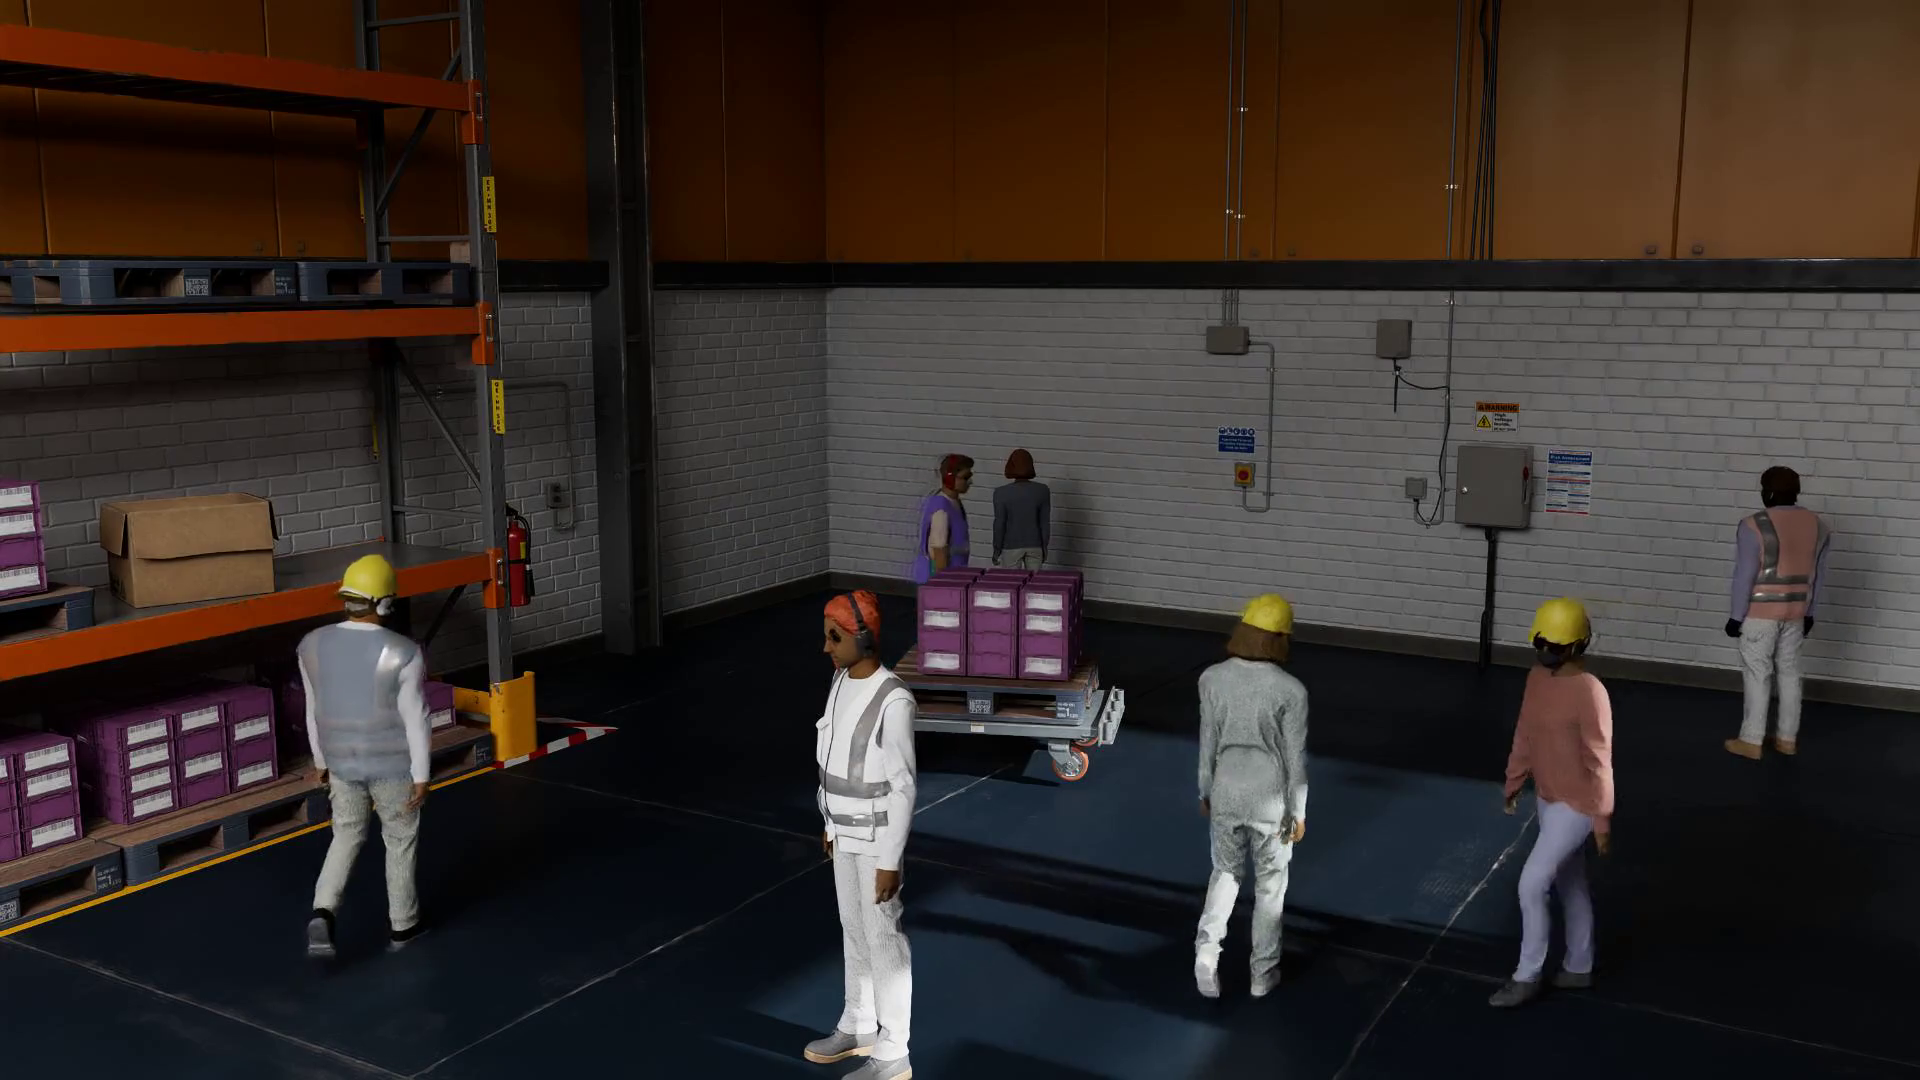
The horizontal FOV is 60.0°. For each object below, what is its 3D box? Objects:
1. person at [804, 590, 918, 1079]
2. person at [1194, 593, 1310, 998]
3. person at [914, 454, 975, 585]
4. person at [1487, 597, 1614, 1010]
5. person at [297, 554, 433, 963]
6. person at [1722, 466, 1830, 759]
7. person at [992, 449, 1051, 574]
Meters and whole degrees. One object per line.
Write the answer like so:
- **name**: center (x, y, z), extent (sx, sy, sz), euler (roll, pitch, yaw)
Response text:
- **person**: center (-0.360, 1.106, 6.196), extent (0.355, 1.887, 0.573), euler (-5, 10, -28)
- **person**: center (1.172, 1.083, 6.859), extent (0.502, 1.711, 0.571), euler (5, 11, 30)
- **person**: center (-0.109, 0.303, 11.406), extent (0.450, 1.818, 0.611), euler (1, 9, 7)
- **person**: center (2.396, 1.079, 6.816), extent (0.670, 1.727, 0.593), euler (-1, 9, -6)
- **person**: center (-2.593, 0.967, 7.278), extent (0.604, 1.816, 0.651), euler (1, 9, 9)
- **person**: center (5.086, 0.450, 10.435), extent (0.633, 1.841, 0.429), euler (-2, 9, -14)
- **person**: center (0.491, 0.081, 13.381), extent (0.499, 1.633, 0.286), euler (-4, 10, -22)
